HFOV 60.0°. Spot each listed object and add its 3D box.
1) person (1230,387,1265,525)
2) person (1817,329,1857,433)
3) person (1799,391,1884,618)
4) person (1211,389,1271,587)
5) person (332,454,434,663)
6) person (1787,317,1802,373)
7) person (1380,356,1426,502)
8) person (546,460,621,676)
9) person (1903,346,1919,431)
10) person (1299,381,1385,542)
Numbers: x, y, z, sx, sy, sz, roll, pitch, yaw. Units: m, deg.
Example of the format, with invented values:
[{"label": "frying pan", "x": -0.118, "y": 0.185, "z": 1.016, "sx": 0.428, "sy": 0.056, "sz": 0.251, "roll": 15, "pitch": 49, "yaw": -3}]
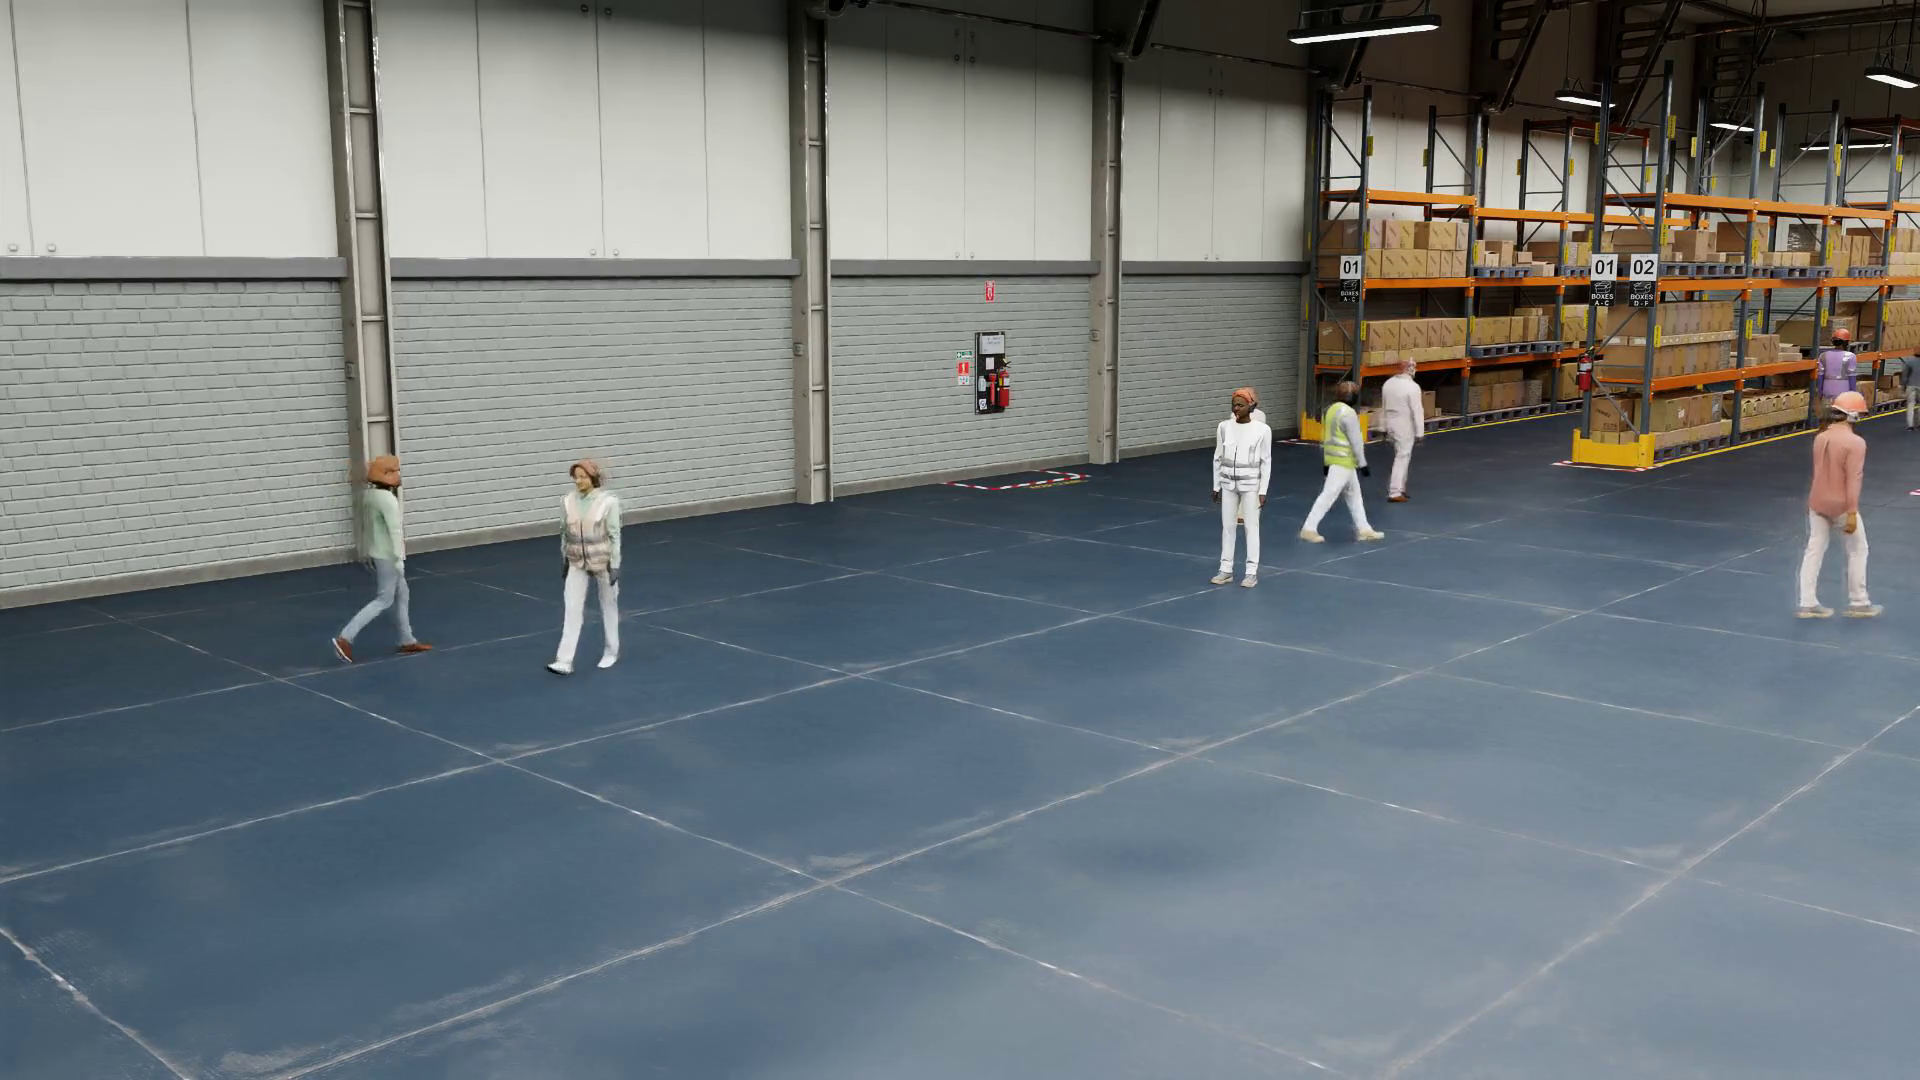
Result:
[{"label": "person", "x": 3.392, "y": -0.995, "z": 19.699, "sx": 0.506, "sy": 1.623, "sz": 0.298, "roll": -5, "pitch": 10, "yaw": -26}, {"label": "person", "x": 14.184, "y": -2.387, "z": 26.900, "sx": 0.375, "sy": 2.044, "sz": 0.607, "roll": -7, "pitch": 12, "yaw": -37}, {"label": "person", "x": 7.677, "y": -0.295, "z": 14.359, "sx": 0.837, "sy": 1.964, "sz": 0.654, "roll": -2, "pitch": 10, "yaw": -11}, {"label": "person", "x": 2.671, "y": -0.494, "z": 15.849, "sx": 0.574, "sy": 1.883, "sz": 0.355, "roll": 6, "pitch": 11, "yaw": 33}, {"label": "person", "x": -4.493, "y": 0.140, "z": 12.837, "sx": 0.746, "sy": 1.609, "sz": 0.509, "roll": -6, "pitch": 11, "yaw": -34}, {"label": "person", "x": 18.425, "y": -3.938, "z": 36.628, "sx": 0.703, "sy": 1.950, "sz": 0.615, "roll": -7, "pitch": 11, "yaw": -36}, {"label": "person", "x": 5.798, "y": -1.427, "z": 21.504, "sx": 0.645, "sy": 1.885, "sz": 0.681, "roll": -4, "pitch": 10, "yaw": -23}, {"label": "person", "x": -2.782, "y": 0.216, "z": 12.334, "sx": 0.541, "sy": 1.599, "sz": 0.807, "roll": 3, "pitch": 10, "yaw": 15}, {"label": "person", "x": 17.861, "y": -2.836, "z": 30.994, "sx": 0.519, "sy": 1.579, "sz": 0.842, "roll": 7, "pitch": 12, "yaw": 38}, {"label": "person", "x": 4.210, "y": -0.856, "z": 18.353, "sx": 0.980, "sy": 1.798, "sz": 0.617, "roll": 0, "pitch": 9, "yaw": 1}]
